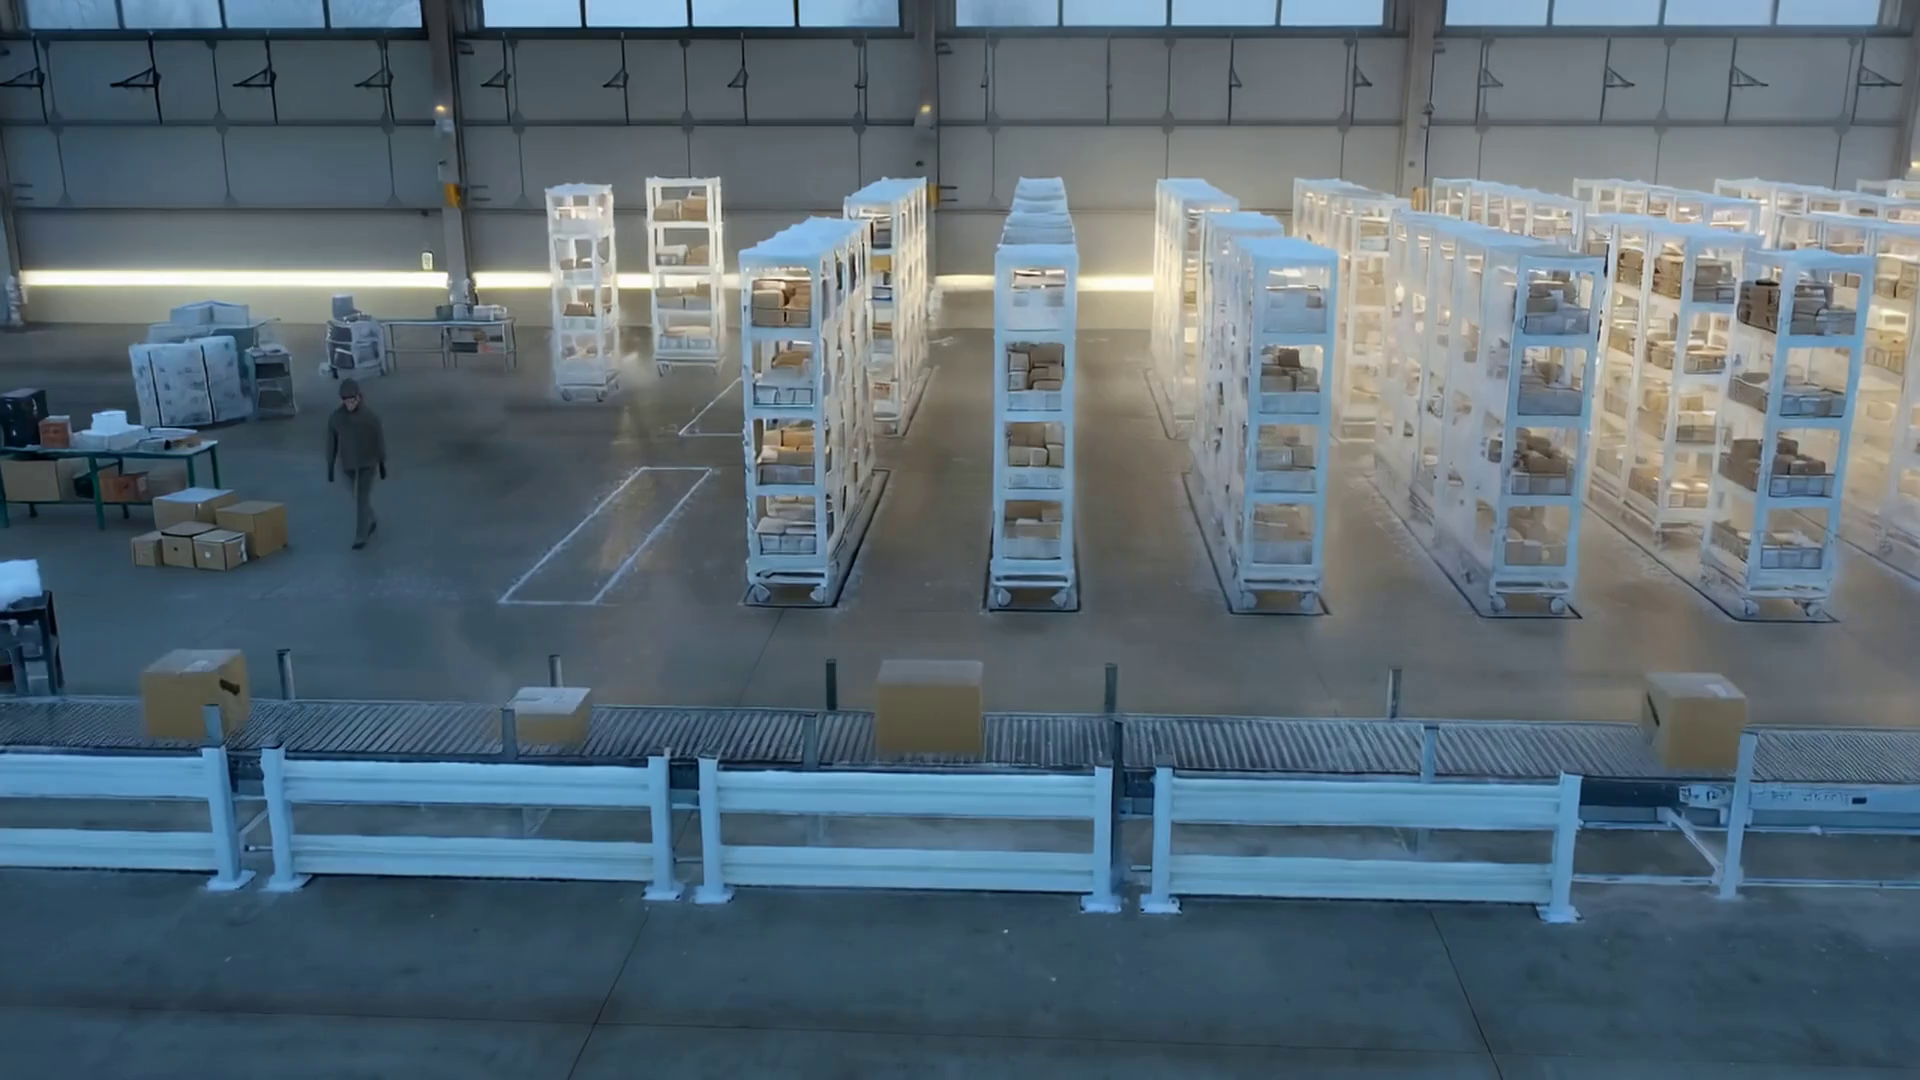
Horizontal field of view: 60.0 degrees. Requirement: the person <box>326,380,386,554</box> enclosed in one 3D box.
[{"bbox_3d":[-6.968,-0.899,19.219,0.627,1.950,1.048,0,15,1],"label":"person"}]
